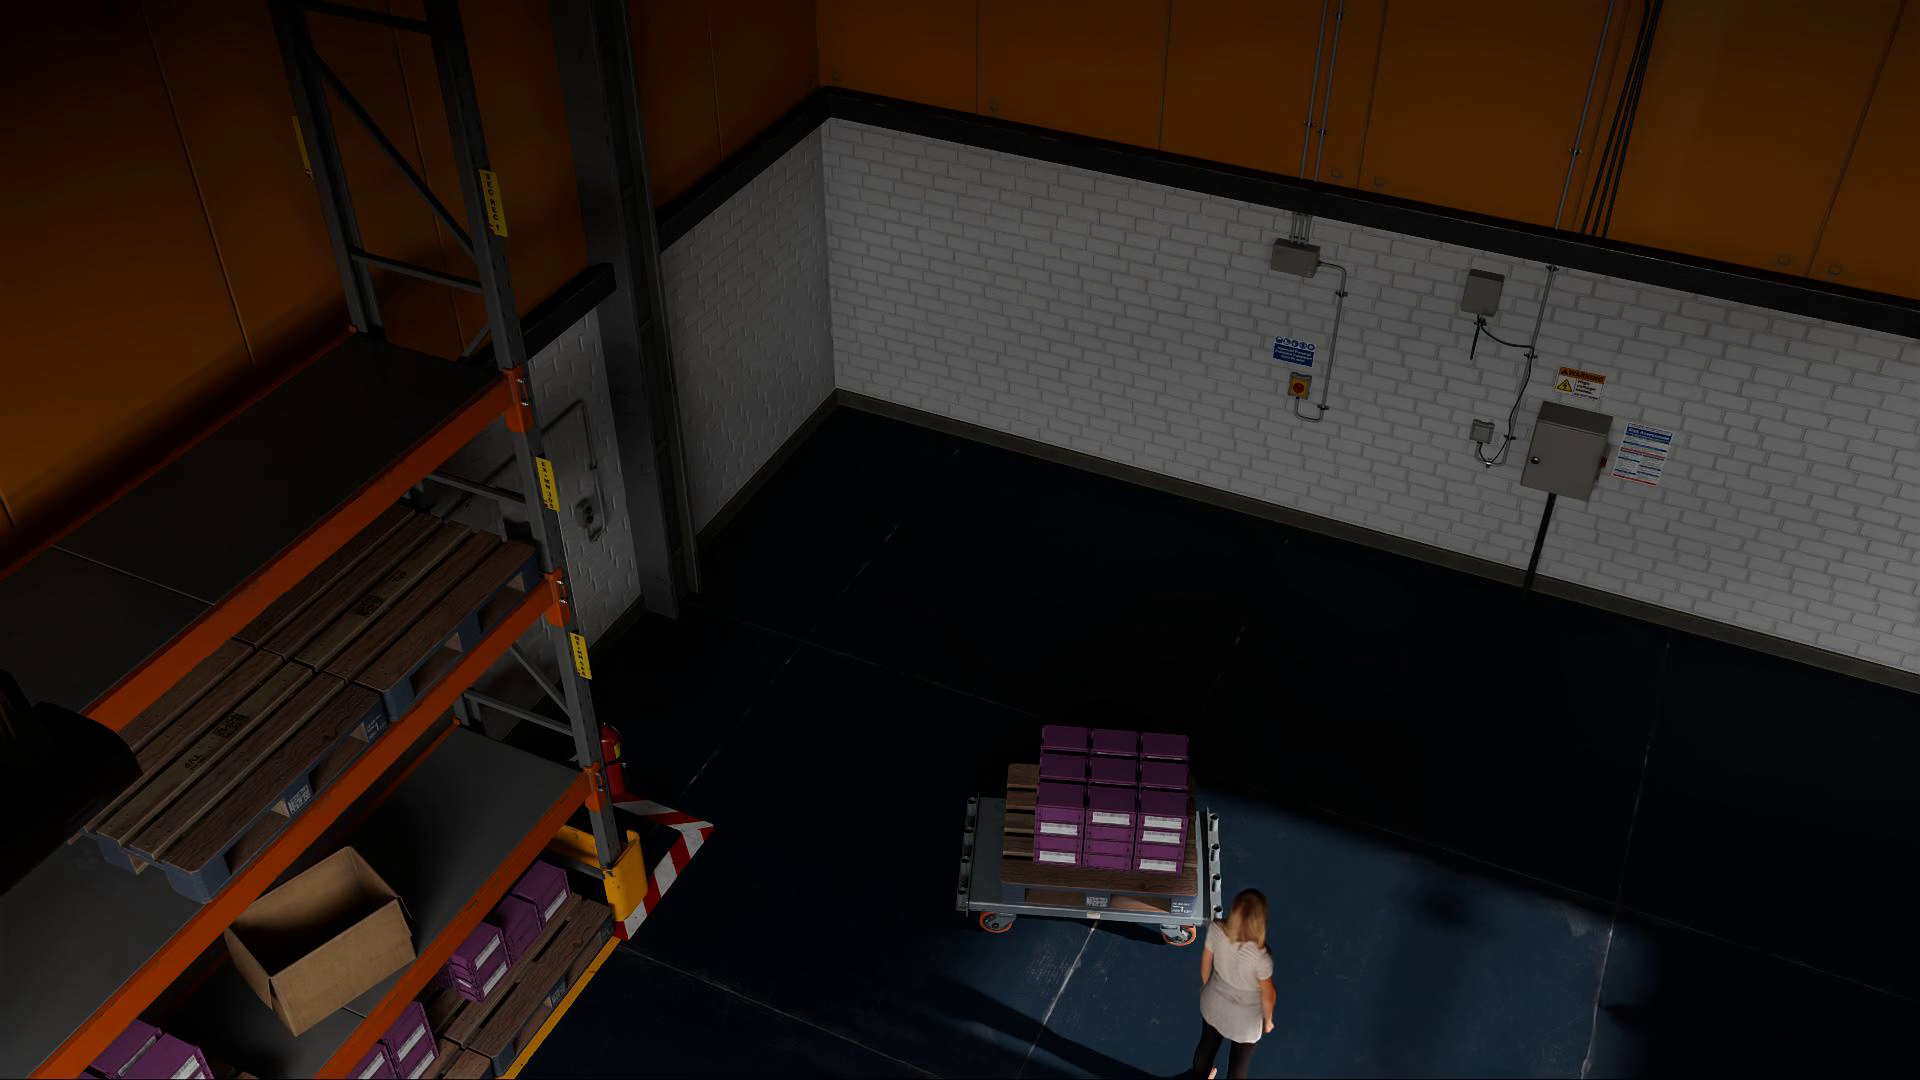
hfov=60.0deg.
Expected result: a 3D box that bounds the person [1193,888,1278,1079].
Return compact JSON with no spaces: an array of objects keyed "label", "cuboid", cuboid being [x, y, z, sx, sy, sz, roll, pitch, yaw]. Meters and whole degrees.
[{"label":"person","cuboid":[1.487,2.537,9.052,0.638,1.826,0.598,26,46,29]}]
